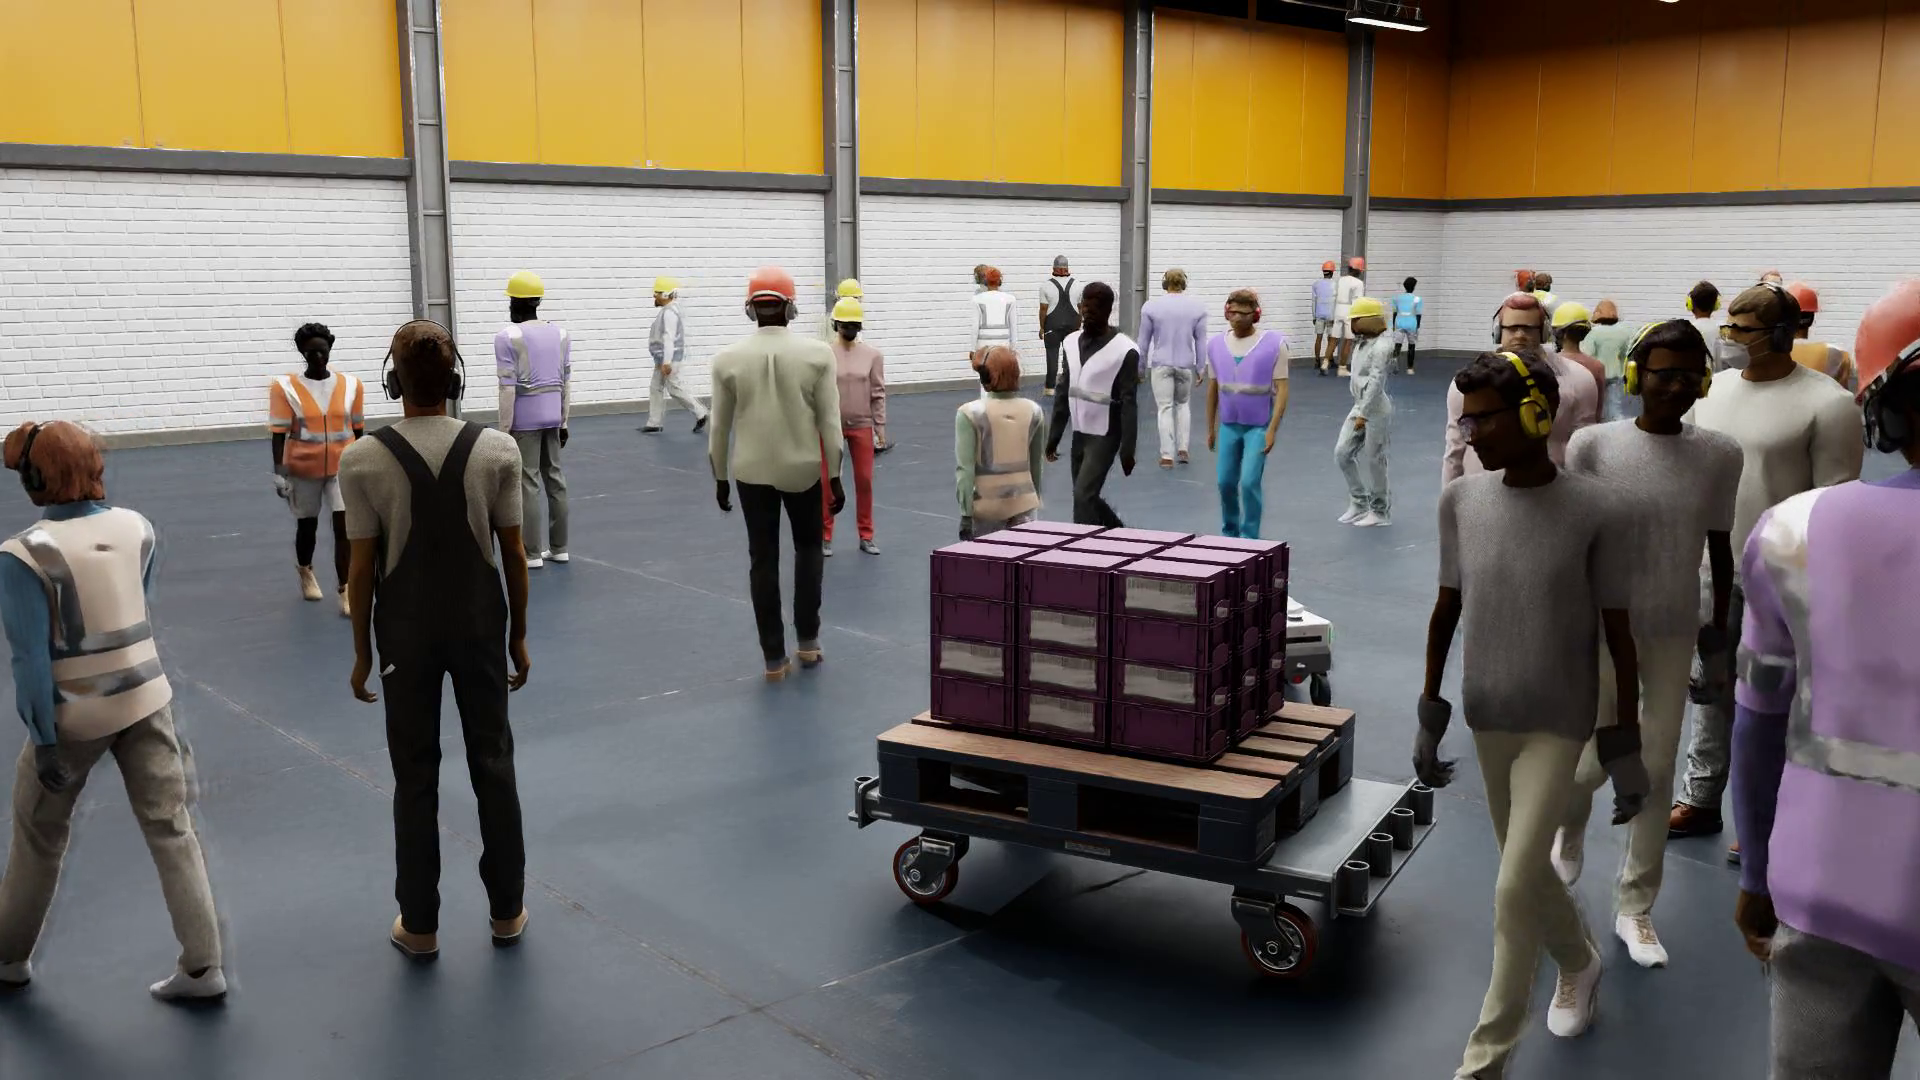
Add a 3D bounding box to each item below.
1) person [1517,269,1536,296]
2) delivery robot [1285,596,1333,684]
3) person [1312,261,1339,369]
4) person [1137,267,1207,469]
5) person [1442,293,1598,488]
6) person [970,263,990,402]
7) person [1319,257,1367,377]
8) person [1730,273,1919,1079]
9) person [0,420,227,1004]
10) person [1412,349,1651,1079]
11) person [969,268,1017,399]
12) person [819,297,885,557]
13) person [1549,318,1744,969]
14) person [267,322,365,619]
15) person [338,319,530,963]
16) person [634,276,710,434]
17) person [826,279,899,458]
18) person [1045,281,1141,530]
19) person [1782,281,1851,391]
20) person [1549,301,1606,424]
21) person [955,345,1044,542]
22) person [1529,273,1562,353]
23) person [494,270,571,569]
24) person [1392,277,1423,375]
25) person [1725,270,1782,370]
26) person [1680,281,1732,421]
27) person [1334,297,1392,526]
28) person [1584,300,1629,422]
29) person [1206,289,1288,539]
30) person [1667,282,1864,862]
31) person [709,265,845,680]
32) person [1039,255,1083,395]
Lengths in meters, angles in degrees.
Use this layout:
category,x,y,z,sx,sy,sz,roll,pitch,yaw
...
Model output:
category,x,y,z,sx,sy,sz,roll,pitch,yaw
person,6.566,-2.233,19.479,0.452,1.873,0.583,-2,10,-13
delivery robot,1.407,0.409,7.612,0.477,0.478,0.707,-3,10,-16
person,6.590,-4.041,29.897,0.542,1.939,0.359,7,12,35
person,2.014,-1.646,15.953,0.651,1.918,0.642,-1,10,-7
person,2.441,-0.148,7.307,0.635,1.873,0.904,3,10,15
person,0.298,-2.777,22.545,0.429,1.928,0.633,2,10,14
person,6.440,-3.723,27.870,0.719,2.000,0.666,-7,12,-35
person,1.489,0.583,2.647,0.608,1.995,0.623,-7,12,-37
person,-2.364,0.472,4.485,0.845,1.587,0.502,4,10,22
person,1.411,0.439,4.053,0.967,1.820,0.569,-9,13,-42
person,0.397,-2.308,19.909,0.584,1.882,0.337,-3,10,-15
person,-0.759,-0.748,11.181,0.529,1.756,0.400,-3,10,-17
person,1.979,0.274,4.907,0.532,1.853,0.591,1,10,7
person,-3.665,-0.418,9.501,0.537,1.661,0.843,-6,11,-30
person,-1.495,0.294,4.789,0.505,1.847,0.346,-4,11,-24
person,-3.258,-2.086,18.857,0.834,1.803,0.599,-2,10,-14
person,-1.049,-1.715,16.700,0.907,1.782,0.611,1,10,7
person,0.844,-0.626,10.121,0.827,1.887,0.603,-6,12,-33
person,4.544,-0.459,9.106,0.553,1.889,0.984,4,10,20
person,3.682,-0.564,10.087,0.540,1.750,0.442,-3,10,-20
person,0.179,-0.146,8.092,0.539,1.588,0.877,-5,11,-29
person,7.861,-2.730,22.630,0.928,1.806,0.637,-6,11,-32
person,-2.771,-0.773,10.787,0.359,1.930,0.590,6,12,33
person,7.517,-3.597,28.061,0.531,1.680,0.682,5,11,28
person,8.620,-1.927,17.739,0.692,1.860,0.965,0,10,-2
person,5.567,-1.032,12.610,0.581,1.825,0.946,2,10,12
person,3.024,-0.941,12.396,0.470,1.722,0.486,-2,10,-13
person,6.504,-1.624,16.777,0.510,1.582,0.891,-1,10,-7
person,1.877,-0.732,10.940,0.594,1.812,0.529,7,12,36
person,2.656,0.113,5.580,0.351,1.936,0.635,-6,11,-30
person,-0.883,-0.339,8.104,0.655,1.971,0.718,0,10,-2
person,1.455,-3.140,24.324,0.677,2.000,0.536,-2,10,-11
